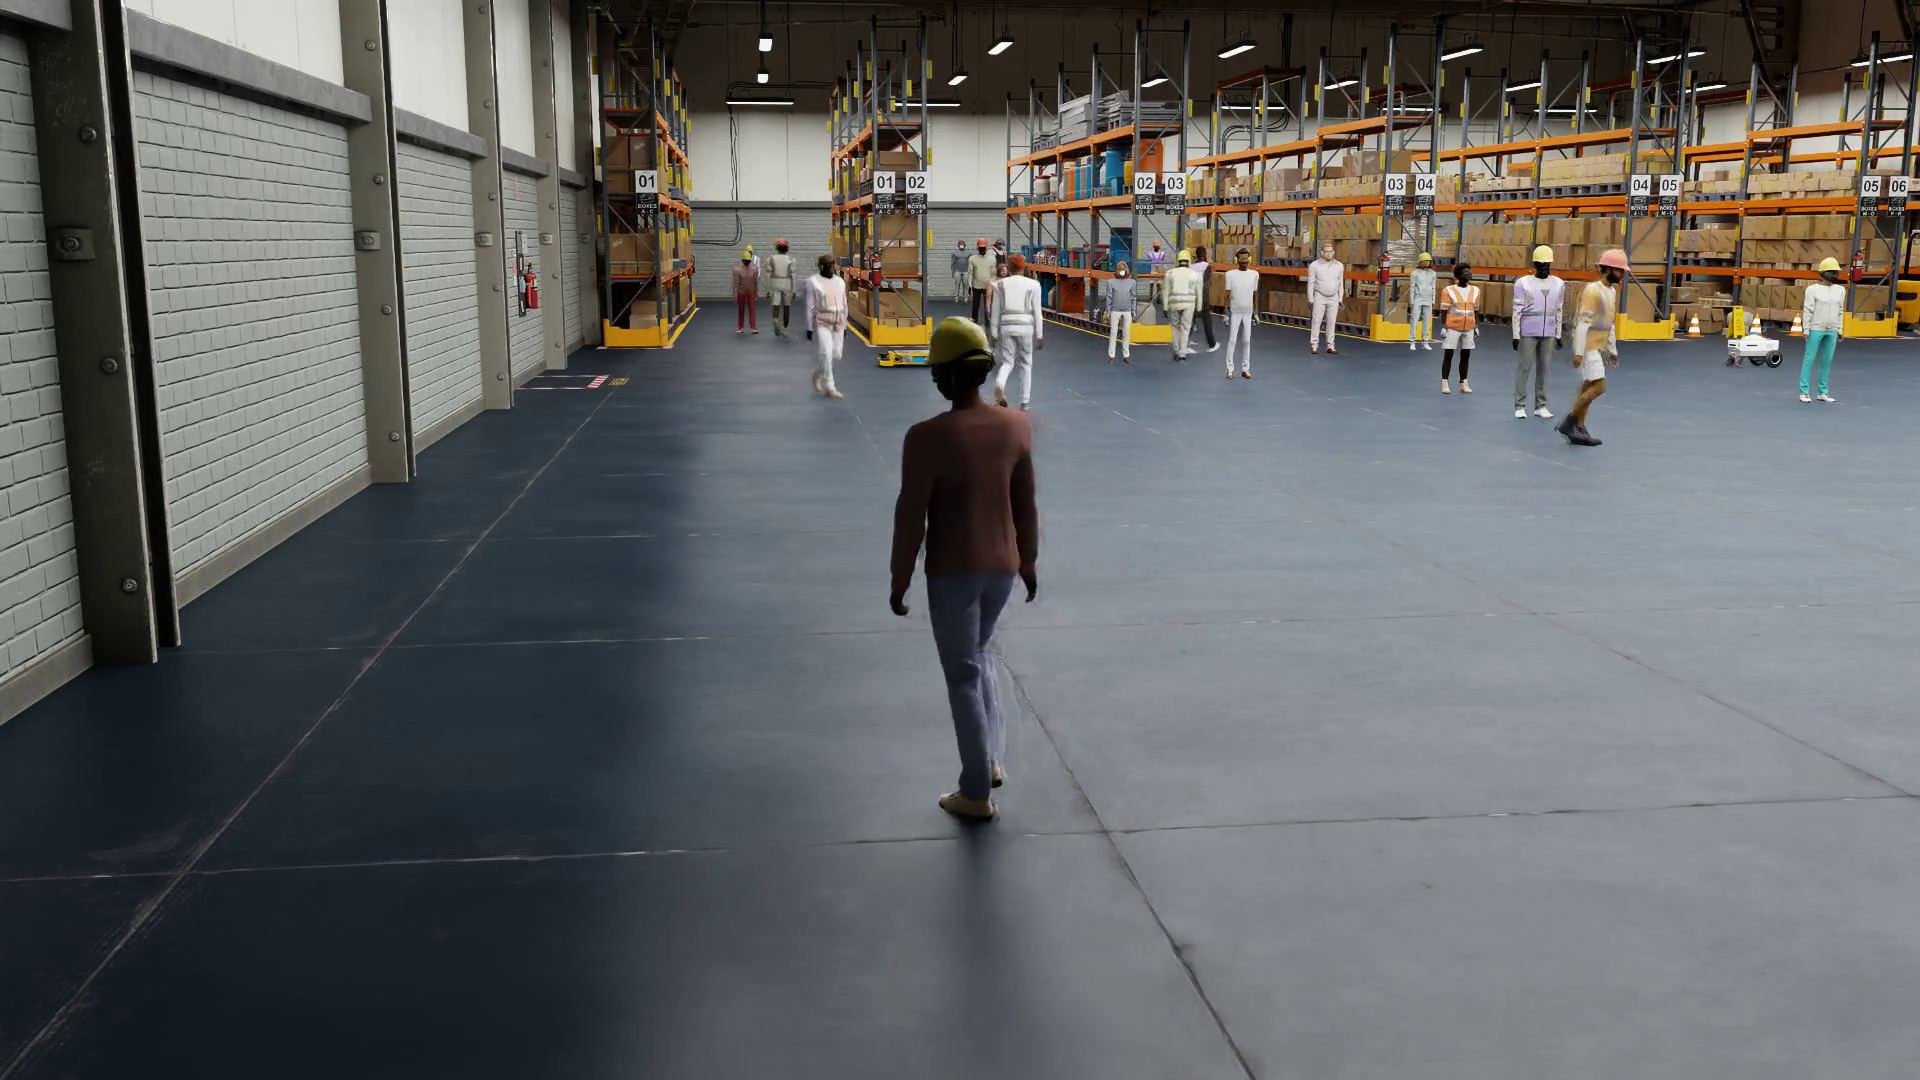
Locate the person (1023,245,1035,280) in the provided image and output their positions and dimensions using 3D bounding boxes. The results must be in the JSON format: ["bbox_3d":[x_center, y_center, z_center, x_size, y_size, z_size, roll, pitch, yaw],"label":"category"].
[{"bbox_3d":[2.092,-7.712,48.555,0.896,1.786,0.606,4,11,23],"label":"person"}]

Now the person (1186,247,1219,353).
[{"bbox_3d":[4.231,-4.197,29.141,0.987,1.844,0.670,-8,13,-36],"label":"person"}]

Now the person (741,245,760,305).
[{"bbox_3d":[-6.320,-7.997,50.147,0.600,1.793,0.905,-1,10,-5],"label":"person"}]

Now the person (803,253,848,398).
[{"bbox_3d":[-1.720,-2.728,21.159,0.631,1.822,0.733,-8,13,-38],"label":"person"}]

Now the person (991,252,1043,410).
[{"bbox_3d":[0.643,-2.412,19.336,0.618,1.858,0.743,3,11,14],"label":"person"}]

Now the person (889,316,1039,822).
[{"bbox_3d":[-0.004,0.101,5.814,0.554,1.747,0.481,-8,13,-36],"label":"person"}]

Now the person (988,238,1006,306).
[{"bbox_3d":[1.095,-7.872,48.751,0.544,2.000,0.719,9,14,40],"label":"person"}]

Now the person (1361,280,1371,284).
[{"bbox_3d":[12.284,-8.065,50.083,0.635,1.938,0.359,-1,10,-8],"label":"person"}]

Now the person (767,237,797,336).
[{"bbox_3d":[-3.612,-5.098,33.627,0.642,2.016,0.862,0,10,1],"label":"person"}]

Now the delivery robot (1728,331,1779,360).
[{"bbox_3d":[12.382,-3.019,25.965,0.707,0.478,0.477,-1,10,-7],"label":"delivery robot"}]

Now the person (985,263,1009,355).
[{"bbox_3d":[0.651,-3.791,27.596,0.530,1.599,0.789,-2,11,-11],"label":"person"}]

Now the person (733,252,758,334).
[{"bbox_3d":[-4.510,-5.193,34.995,0.544,1.708,0.762,-4,11,-19],"label":"person"}]

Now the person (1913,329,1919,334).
[{"bbox_3d":[20.399,-5.160,34.626,0.816,1.786,0.656,3,11,14],"label":"person"}]

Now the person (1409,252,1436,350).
[{"bbox_3d":[8.324,-4.287,29.903,0.493,1.745,0.294,-1,10,-8],"label":"person"}]

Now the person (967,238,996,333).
[{"bbox_3d":[0.465,-5.337,34.974,0.622,1.993,0.384,-1,10,-8],"label":"person"}]

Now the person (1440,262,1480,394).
[{"bbox_3d":[6.473,-2.738,21.539,0.541,1.698,0.315,-1,10,-8],"label":"person"}]

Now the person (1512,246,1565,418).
[{"bbox_3d":[6.483,-2.324,18.644,0.594,1.925,0.369,-1,10,-8],"label":"person"}]

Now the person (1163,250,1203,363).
[{"bbox_3d":[3.644,-3.801,27.073,0.617,1.802,0.740,3,11,15],"label":"person"}]

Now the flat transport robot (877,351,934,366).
[{"bbox_3d":[-0.576,-2.871,26.185,1.431,0.197,0.652,-1,10,-7],"label":"flat transport robot"}]

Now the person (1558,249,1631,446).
[{"bbox_3d":[6.177,-1.850,16.085,0.470,1.911,0.552,7,13,35],"label":"person"}]

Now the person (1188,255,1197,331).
[{"bbox_3d":[4.944,-5.333,35.922,0.523,1.642,0.306,-1,10,-8],"label":"person"}]

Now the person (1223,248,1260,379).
[{"bbox_3d":[4.032,-3.236,23.803,0.532,1.870,0.315,-1,10,-8],"label":"person"}]

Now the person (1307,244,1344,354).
[{"bbox_3d":[6.359,-4.183,28.892,0.652,1.906,0.409,-1,10,-8],"label":"person"}]

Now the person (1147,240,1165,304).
[{"bbox_3d":[5.910,-8.044,50.094,0.576,1.937,0.449,0,10,-1],"label":"person"}]

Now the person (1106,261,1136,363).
[{"bbox_3d":[2.591,-3.656,26.750,0.507,1.632,0.273,-1,10,-8],"label":"person"}]

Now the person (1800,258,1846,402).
[{"bbox_3d":[10.612,-2.572,20.439,0.533,1.770,0.307,-1,10,-8],"label":"person"}]

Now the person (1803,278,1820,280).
[{"bbox_3d":[20.066,-6.079,39.235,0.474,1.923,0.641,6,12,30],"label":"person"}]

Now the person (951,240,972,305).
[{"bbox_3d":[0.050,-7.951,49.462,0.635,1.938,0.359,-1,10,-8],"label":"person"}]
